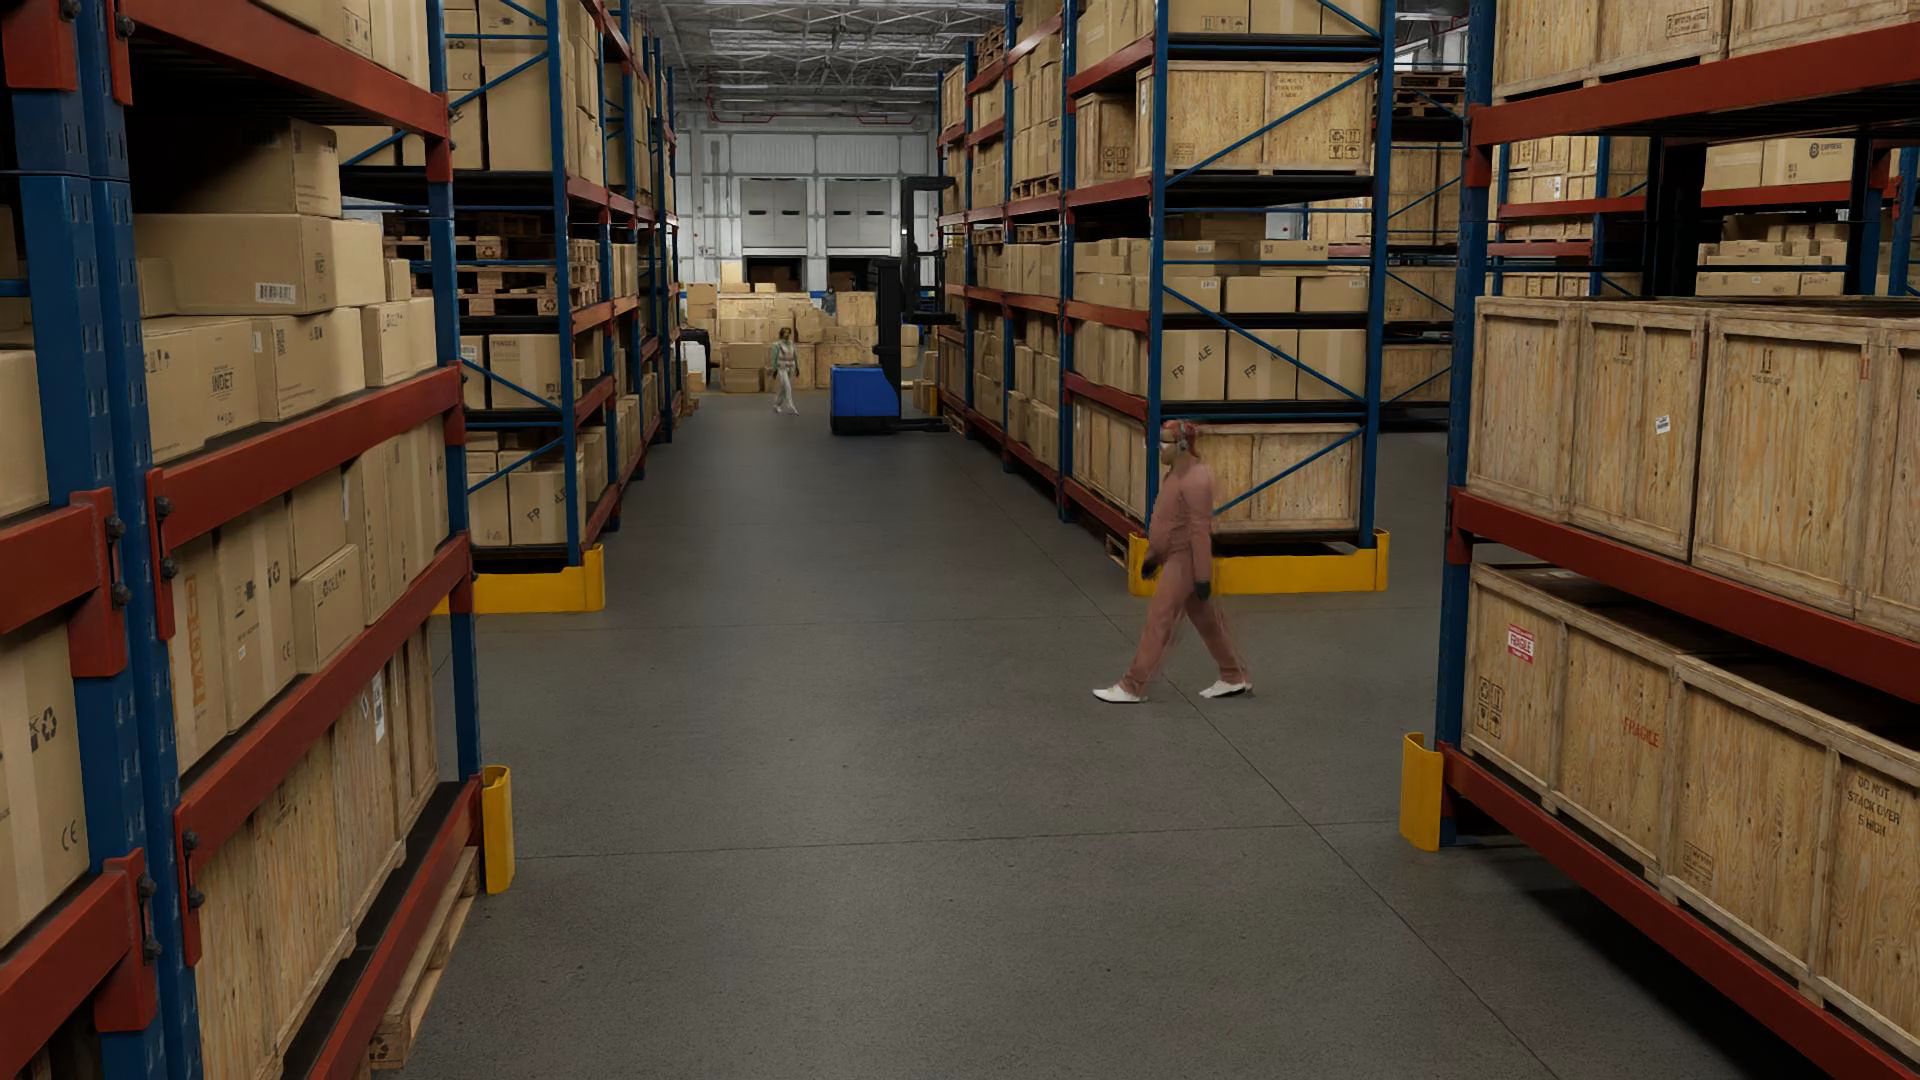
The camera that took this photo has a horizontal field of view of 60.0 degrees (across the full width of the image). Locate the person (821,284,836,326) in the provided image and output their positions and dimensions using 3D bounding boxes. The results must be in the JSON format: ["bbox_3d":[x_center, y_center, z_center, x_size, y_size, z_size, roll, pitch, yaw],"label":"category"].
[{"bbox_3d":[-4.240,-7.442,54.670,0.641,1.932,0.374,-1,10,-6],"label":"person"}]

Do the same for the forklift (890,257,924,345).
[{"bbox_3d":[-1.769,-7.658,53.147,1.129,2.768,1.873,-1,10,-7],"label":"forklift"}]

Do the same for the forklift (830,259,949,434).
[{"bbox_3d":[-1.167,-3.164,26.985,1.873,2.768,1.129,-1,10,-7],"label":"forklift"}]

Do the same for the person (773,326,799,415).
[{"bbox_3d":[-3.192,-3.090,30.255,0.808,1.606,0.523,9,13,43],"label":"person"}]

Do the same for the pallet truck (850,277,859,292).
[{"bbox_3d":[-3.782,-9.391,65.808,1.885,1.965,0.823,2,10,10],"label":"pallet truck"}]

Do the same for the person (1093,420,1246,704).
[{"bbox_3d":[1.411,0.144,10.735,1.019,1.853,0.652,0,10,0],"label":"person"}]
